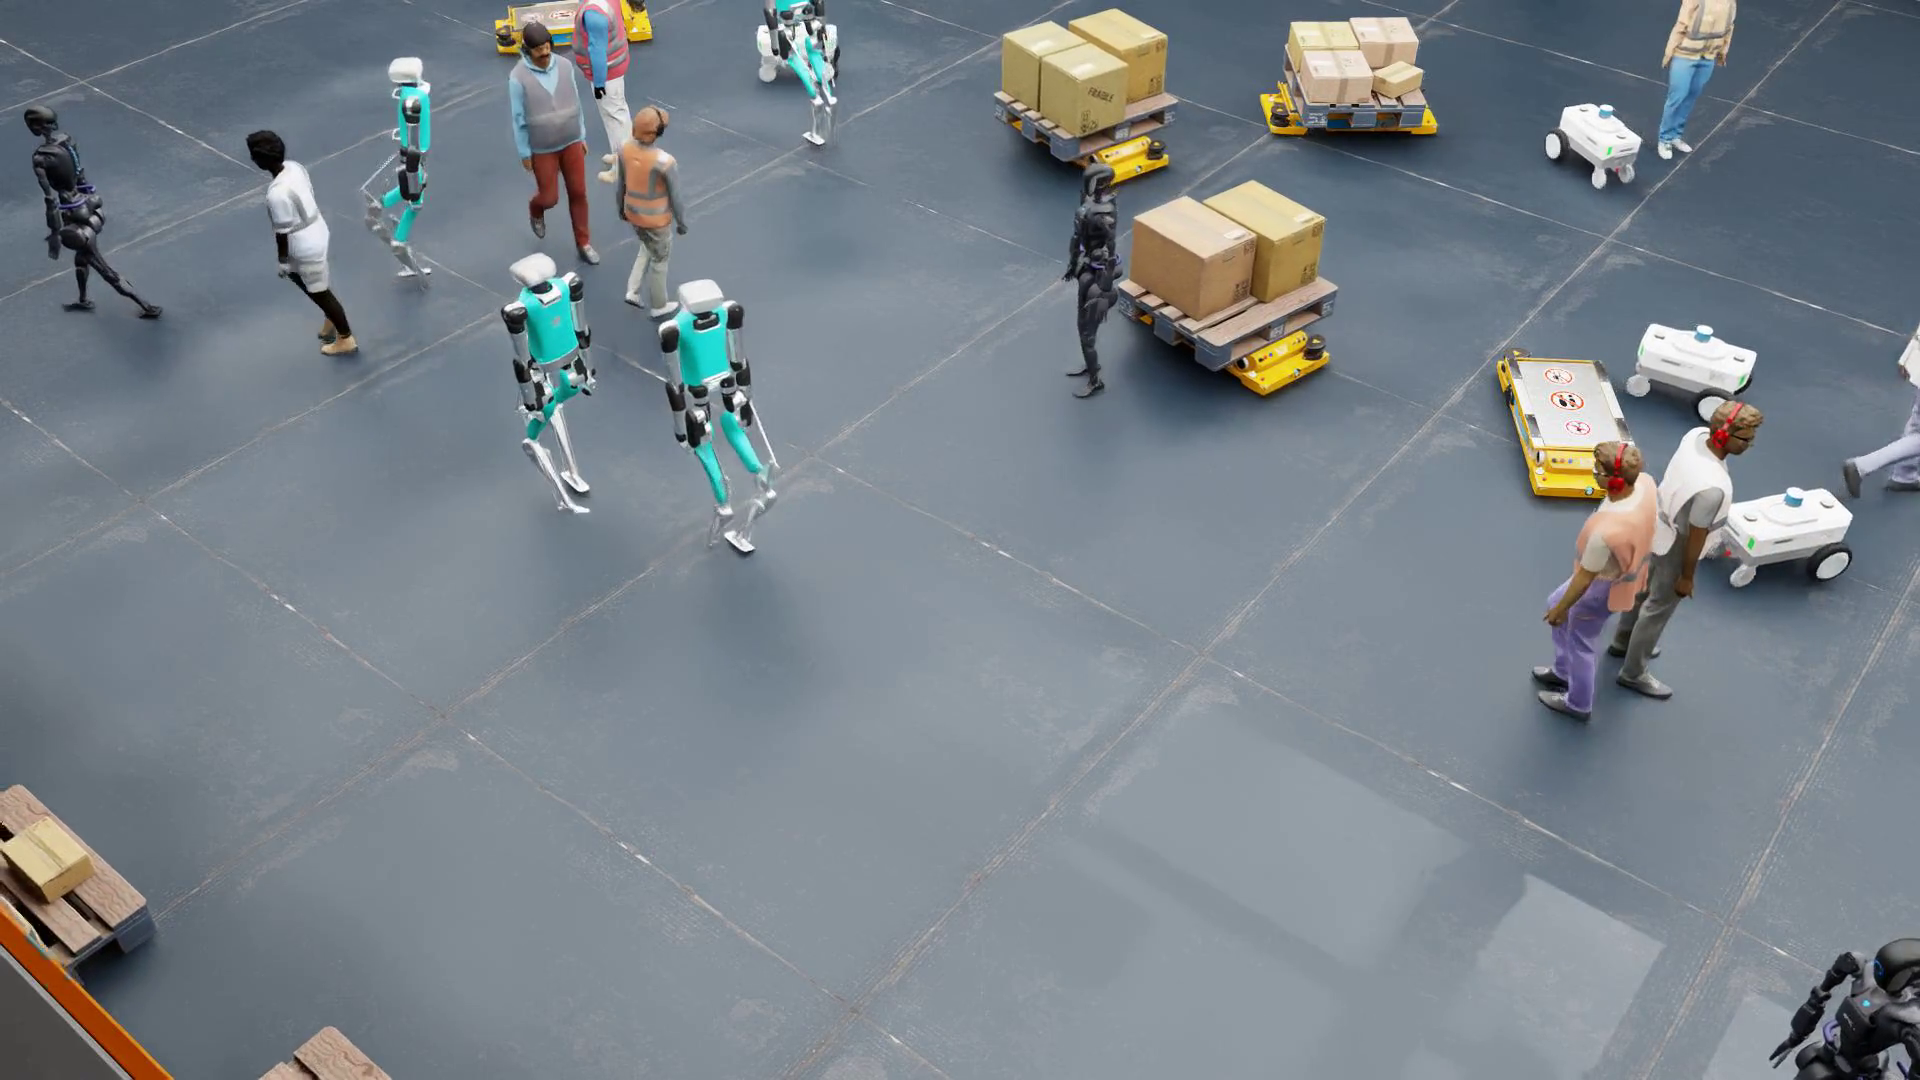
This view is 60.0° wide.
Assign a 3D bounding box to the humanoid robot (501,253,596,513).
[{"bbox_3d":[-2.555,-0.996,10.114,0.671,1.800,0.552,30,49,31],"label":"humanoid robot"}]

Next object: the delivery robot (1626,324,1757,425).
[{"bbox_3d":[4.964,-1.171,11.222,0.753,0.579,0.499,22,45,24],"label":"delivery robot"}]

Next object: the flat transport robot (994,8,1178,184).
[{"bbox_3d":[1.068,-3.455,14.142,0.659,0.231,1.431,-24,46,-26],"label":"flat transport robot"}]

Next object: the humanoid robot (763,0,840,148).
[{"bbox_3d":[-1.243,-3.995,13.705,0.538,1.853,0.802,-22,45,-24],"label":"humanoid robot"}]

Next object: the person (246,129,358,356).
[{"bbox_3d":[-4.476,-2.011,11.349,0.421,1.675,0.550,-6,41,-7],"label":"person"}]

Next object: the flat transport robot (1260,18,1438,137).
[{"bbox_3d":[3.384,-3.765,14.507,1.431,0.231,0.659,0,40,0],"label":"flat transport robot"}]

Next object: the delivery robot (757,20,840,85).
[{"bbox_3d":[-1.478,-4.475,15.115,0.765,0.586,0.499,0,40,0],"label":"delivery robot"}]

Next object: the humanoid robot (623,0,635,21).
[{"bbox_3d":[-3.259,-5.588,15.579,0.425,1.644,0.598,12,42,14],"label":"humanoid robot"}]

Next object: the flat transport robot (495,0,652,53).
[{"bbox_3d":[-3.694,-4.917,15.862,1.431,0.231,0.659,-9,41,-11],"label":"flat transport robot"}]

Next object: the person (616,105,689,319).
[{"bbox_3d":[-2.161,-2.281,11.709,0.540,1.619,0.380,23,45,24],"label":"person"}]

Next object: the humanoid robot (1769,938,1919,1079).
[{"bbox_3d":[3.466,2.138,6.513,0.787,1.631,0.611,-9,41,-10],"label":"humanoid robot"}]

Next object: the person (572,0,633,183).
[{"bbox_3d":[-2.856,-3.772,13.313,0.431,1.837,0.630,-2,40,-2],"label":"person"}]

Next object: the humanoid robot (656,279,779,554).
[{"bbox_3d":[-1.332,-0.597,9.694,0.553,1.835,0.729,-27,47,-28],"label":"humanoid robot"}]

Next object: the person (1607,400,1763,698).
[{"bbox_3d":[3.804,0.025,8.836,0.391,1.839,0.562,7,41,8],"label":"person"}]

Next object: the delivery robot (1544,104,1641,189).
[{"bbox_3d":[5.263,-3.302,13.738,0.499,0.590,0.793,-12,42,-14],"label":"delivery robot"}]

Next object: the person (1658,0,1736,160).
[{"bbox_3d":[6.040,-3.978,13.636,0.536,1.718,0.422,-9,41,-10],"label":"person"}]

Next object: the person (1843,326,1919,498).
[{"bbox_3d":[5.878,-0.981,10.028,0.649,1.821,0.583,0,40,0],"label":"person"}]

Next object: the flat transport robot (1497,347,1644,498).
[{"bbox_3d":[4.017,-0.785,11.001,0.659,0.231,1.431,3,40,3],"label":"flat transport robot"}]

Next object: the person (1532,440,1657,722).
[{"bbox_3d":[3.241,0.225,8.614,0.554,1.816,0.597,26,47,27],"label":"person"}]

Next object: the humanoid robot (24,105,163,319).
[{"bbox_3d":[-6.235,-2.273,11.715,0.810,1.633,0.598,1,40,1],"label":"humanoid robot"}]

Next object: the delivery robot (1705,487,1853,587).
[{"bbox_3d":[4.925,-0.049,9.929,0.790,0.614,0.499,-9,41,-11],"label":"delivery robot"}]

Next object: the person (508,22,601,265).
[{"bbox_3d":[-3.030,-2.955,12.327,0.543,1.862,0.625,-27,47,-28],"label":"person"}]

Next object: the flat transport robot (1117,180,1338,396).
[{"bbox_3d":[1.887,-1.533,11.881,0.659,0.231,1.431,-27,47,-28],"label":"flat transport robot"}]

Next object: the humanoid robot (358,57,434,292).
[{"bbox_3d":[-4.093,-2.568,12.004,0.800,1.820,0.530,-7,41,-8],"label":"humanoid robot"}]

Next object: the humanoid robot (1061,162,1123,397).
[{"bbox_3d":[0.878,-1.757,11.055,0.335,1.647,0.602,-13,42,-15],"label":"humanoid robot"}]
